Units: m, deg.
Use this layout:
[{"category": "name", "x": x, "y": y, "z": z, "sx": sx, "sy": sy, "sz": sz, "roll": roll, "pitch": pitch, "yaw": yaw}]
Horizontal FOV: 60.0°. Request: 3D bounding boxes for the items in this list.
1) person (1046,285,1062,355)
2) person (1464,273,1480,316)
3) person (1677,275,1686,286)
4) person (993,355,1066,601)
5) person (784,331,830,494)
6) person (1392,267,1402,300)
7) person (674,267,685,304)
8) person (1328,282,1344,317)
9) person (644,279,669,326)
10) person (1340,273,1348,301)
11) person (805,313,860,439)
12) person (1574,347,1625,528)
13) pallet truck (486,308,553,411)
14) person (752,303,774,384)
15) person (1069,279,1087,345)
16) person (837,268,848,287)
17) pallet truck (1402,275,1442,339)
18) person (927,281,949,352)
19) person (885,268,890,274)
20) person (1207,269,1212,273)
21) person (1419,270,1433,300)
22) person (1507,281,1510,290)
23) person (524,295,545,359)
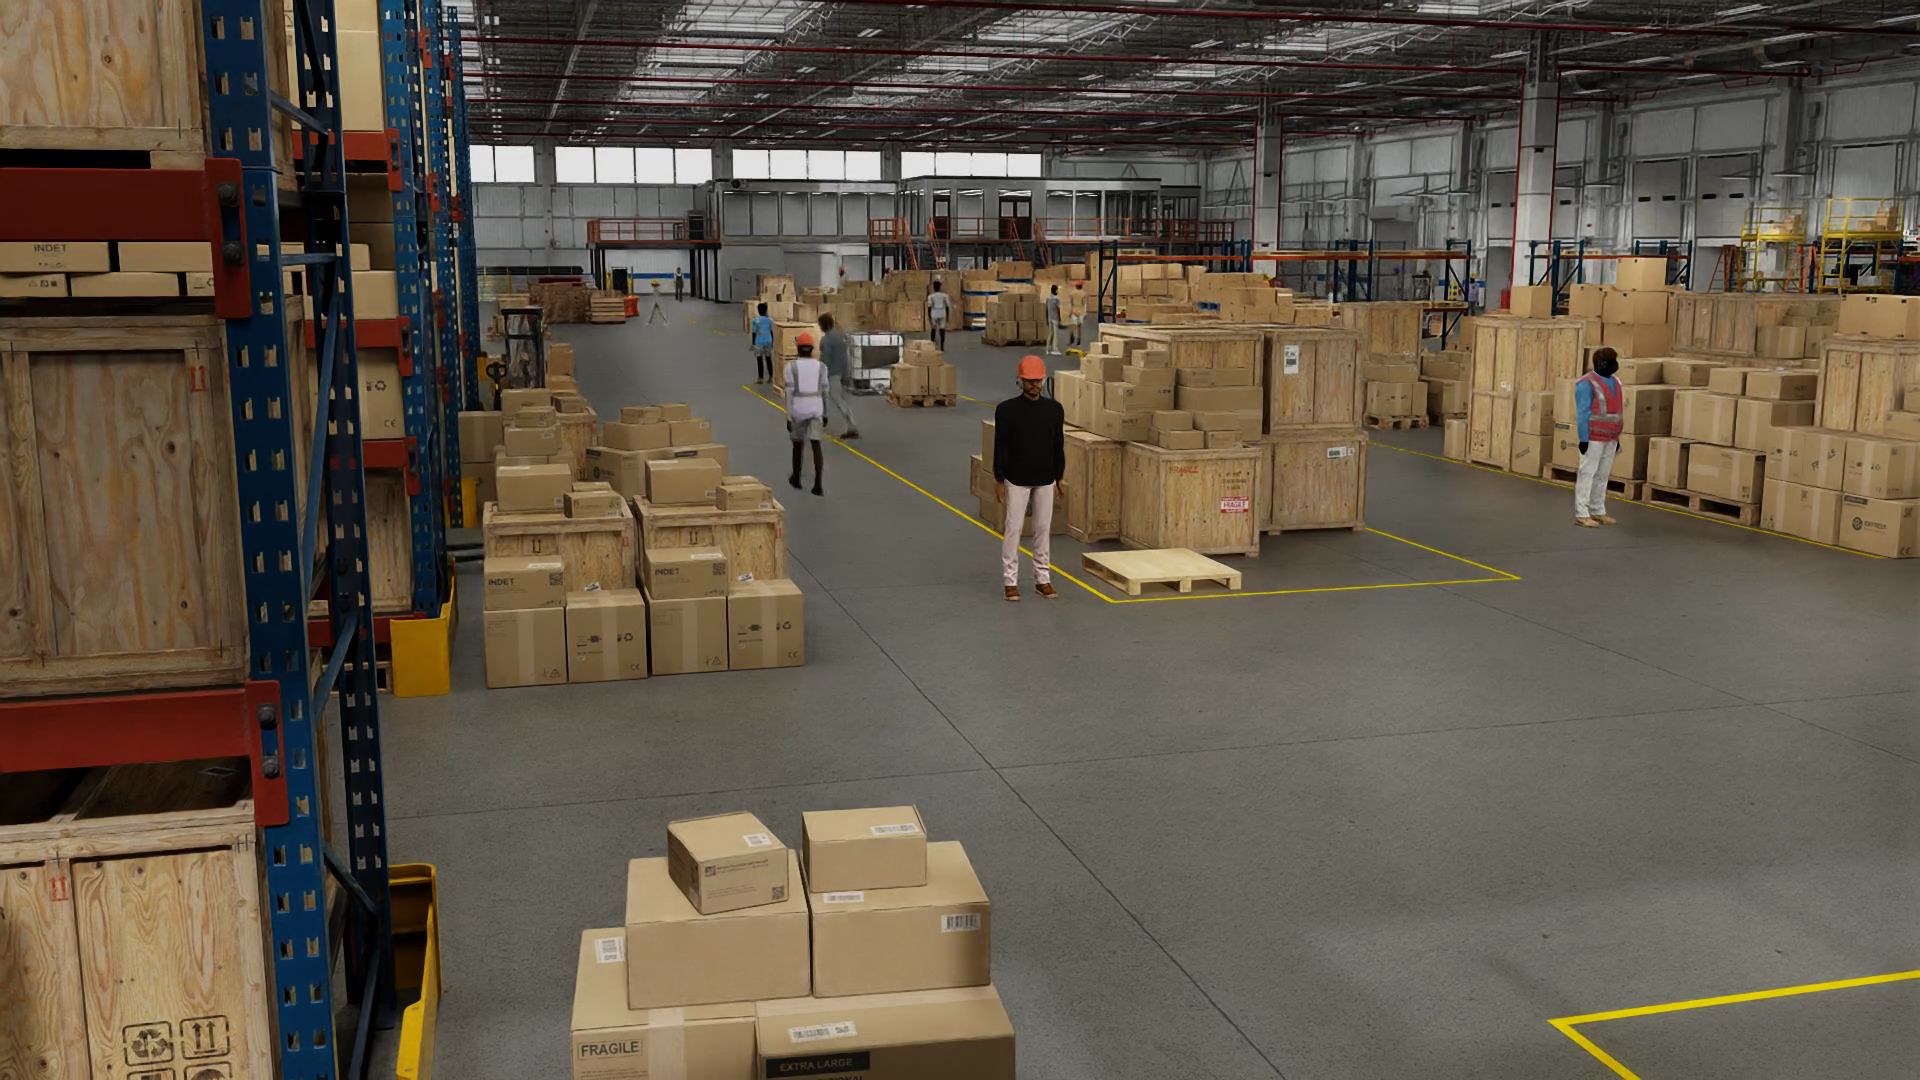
[{"category": "person", "x": 2.486, "y": -5.831, "z": 44.096, "sx": 0.321, "sy": 1.859, "sz": 0.512, "roll": -9, "pitch": 13, "yaw": -41}, {"category": "person", "x": 18.341, "y": -8.602, "z": 59.620, "sx": 0.581, "sy": 1.919, "sz": 0.396, "roll": -2, "pitch": 10, "yaw": -9}, {"category": "person", "x": 25.288, "y": -8.355, "z": 58.334, "sx": 0.328, "sy": 1.876, "sz": 0.513, "roll": 1, "pitch": 10, "yaw": 6}, {"category": "person", "x": 0.571, "y": -0.500, "z": 13.508, "sx": 0.622, "sy": 1.993, "sz": 0.381, "roll": -3, "pitch": 11, "yaw": -19}, {"category": "person", "x": -1.787, "y": -1.490, "z": 19.447, "sx": 0.567, "sy": 1.883, "sz": 1.012, "roll": -3, "pitch": 11, "yaw": -18}, {"category": "person", "x": 20.404, "y": -11.762, "z": 77.536, "sx": 0.551, "sy": 1.901, "sz": 0.733, "roll": 1, "pitch": 10, "yaw": 6}, {"category": "person", "x": -14.086, "y": -12.774, "z": 83.505, "sx": 0.513, "sy": 1.830, "sz": 0.515, "roll": -3, "pitch": 10, "yaw": -17}, {"category": "person", "x": 10.635, "y": -6.372, "z": 47.112, "sx": 0.470, "sy": 1.870, "sz": 0.607, "roll": -6, "pitch": 12, "yaw": -31}, {"category": "person", "x": -10.946, "y": -8.574, "z": 60.068, "sx": 0.901, "sy": 1.699, "sz": 0.500, "roll": 1, "pitch": 10, "yaw": 7}, {"category": "person", "x": 12.707, "y": -7.801, "z": 54.722, "sx": 1.013, "sy": 2.000, "sz": 0.688, "roll": 5, "pitch": 11, "yaw": 24}, {"category": "person", "x": -1.958, "y": -2.442, "z": 24.863, "sx": 1.042, "sy": 1.877, "sz": 0.641, "roll": 2, "pitch": 10, "yaw": 12}, {"category": "person", "x": 6.563, "y": -1.048, "z": 17.047, "sx": 0.635, "sy": 1.842, "sz": 0.429, "roll": -7, "pitch": 12, "yaw": -34}, {"category": "pallet truck", "x": -6.242, "y": -2.418, "z": 24.362, "sx": 0.823, "sy": 1.965, "sz": 1.885, "roll": 1, "pitch": 10, "yaw": 3}, {"category": "person", "x": -4.124, "y": -4.118, "z": 34.843, "sx": 0.536, "sy": 1.696, "sz": 0.318, "roll": -7, "pitch": 12, "yaw": -36}, {"category": "person", "x": 3.447, "y": -6.652, "z": 48.546, "sx": 0.562, "sy": 1.921, "sz": 0.460, "roll": 3, "pitch": 10, "yaw": 15}, {"category": "person", "x": -4.965, "y": -10.330, "z": 69.257, "sx": 0.642, "sy": 1.952, "sz": 0.933, "roll": 8, "pitch": 13, "yaw": 38}, {"category": "pallet truck", "x": 14.620, "y": -7.324, "z": 52.145, "sx": 0.823, "sy": 1.965, "sz": 1.885, "roll": 8, "pitch": 13, "yaw": 40}, {"category": "person", "x": -0.603, "y": -6.138, "z": 45.678, "sx": 0.625, "sy": 1.908, "sz": 1.020, "roll": -2, "pitch": 10, "yaw": -9}, {"category": "person", "x": -3.306, "y": -11.593, "z": 76.647, "sx": 0.357, "sy": 1.881, "sz": 0.574, "roll": -2, "pitch": 10, "yaw": -11}, {"category": "person", "x": 10.618, "y": -10.576, "z": 70.827, "sx": 0.458, "sy": 1.902, "sz": 0.595, "roll": -2, "pitch": 10, "yaw": -14}, {"category": "person", "x": 21.558, "y": -11.565, "z": 76.841, "sx": 0.661, "sy": 1.778, "sz": 1.035, "roll": 0, "pitch": 10, "yaw": 0}, {"category": "person", "x": 21.770, "y": -9.540, "z": 65.261, "sx": 0.960, "sy": 1.791, "sz": 0.646, "roll": 6, "pitch": 12, "yaw": 32}, {"category": "person", "x": -10.886, "y": -5.451, "z": 42.570, "sx": 0.512, "sy": 1.627, "sz": 0.420, "roll": -2, "pitch": 10, "yaw": -10}]
